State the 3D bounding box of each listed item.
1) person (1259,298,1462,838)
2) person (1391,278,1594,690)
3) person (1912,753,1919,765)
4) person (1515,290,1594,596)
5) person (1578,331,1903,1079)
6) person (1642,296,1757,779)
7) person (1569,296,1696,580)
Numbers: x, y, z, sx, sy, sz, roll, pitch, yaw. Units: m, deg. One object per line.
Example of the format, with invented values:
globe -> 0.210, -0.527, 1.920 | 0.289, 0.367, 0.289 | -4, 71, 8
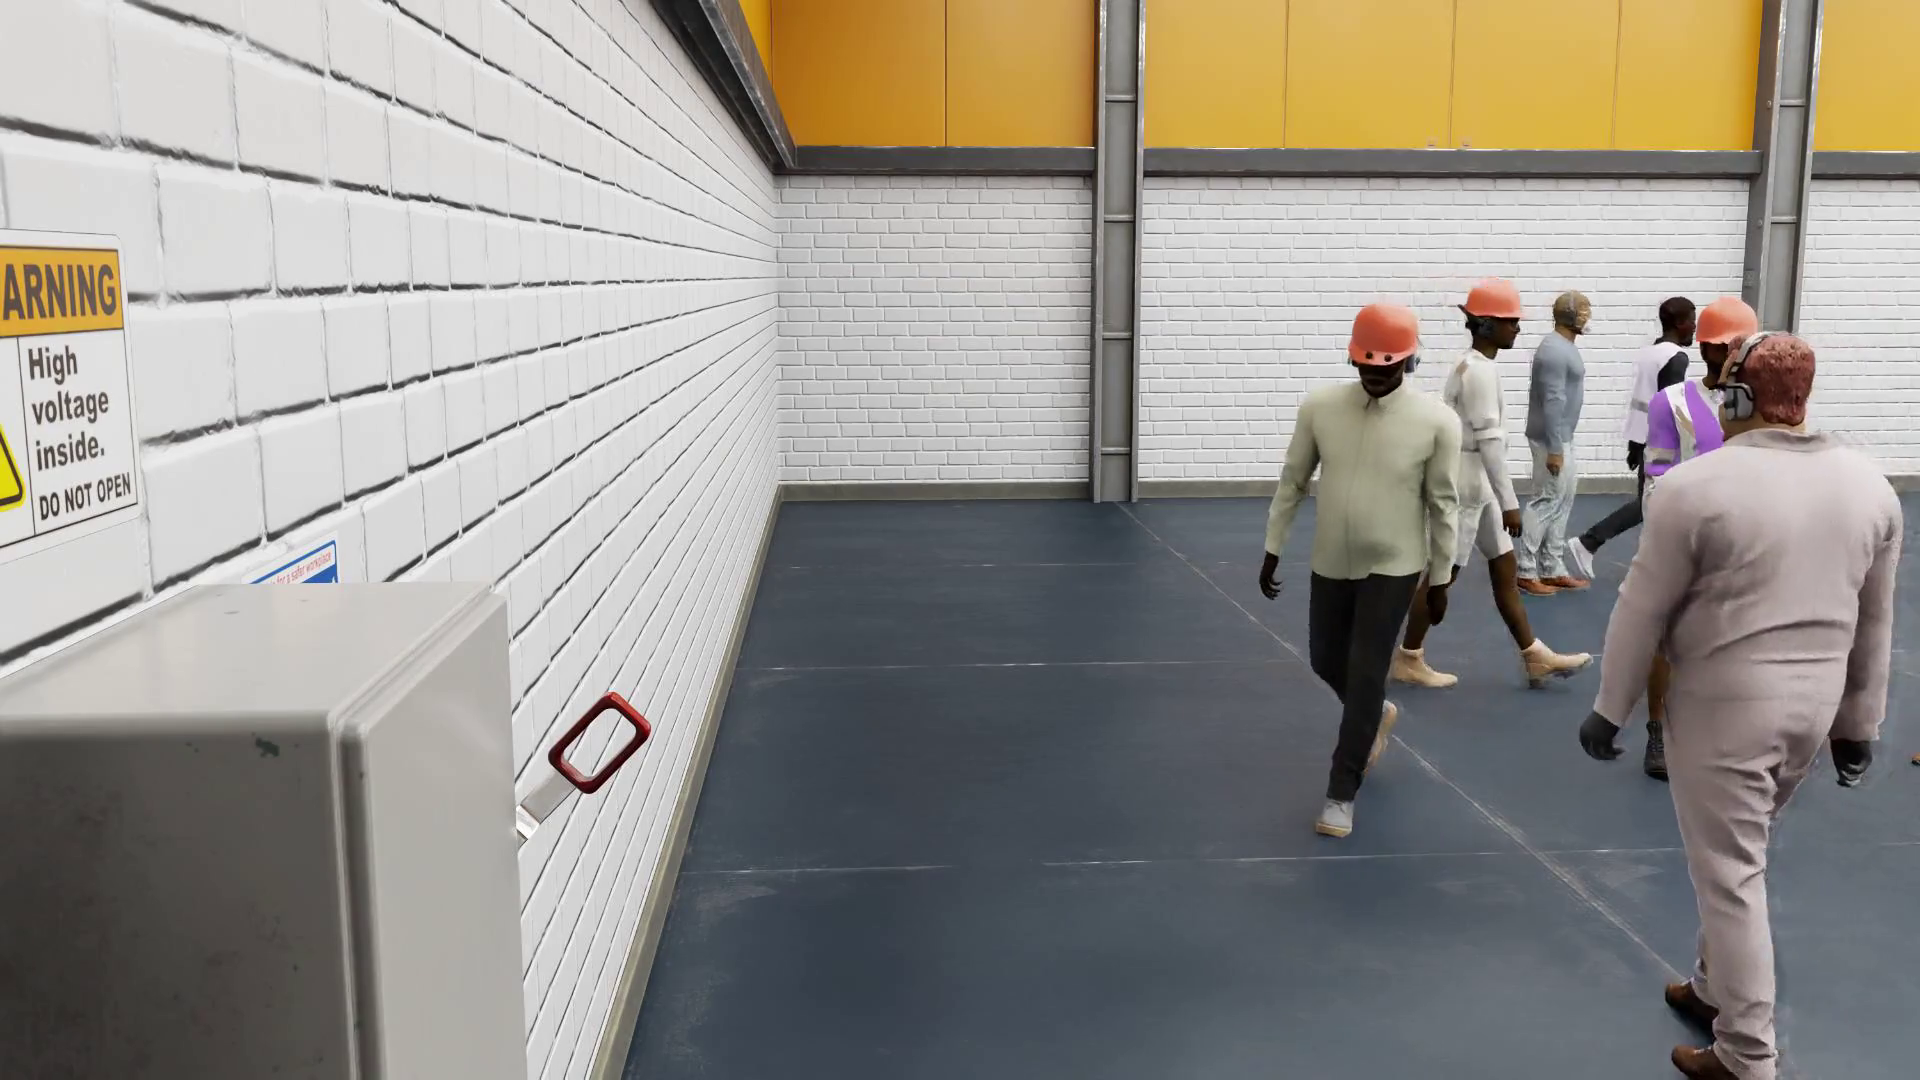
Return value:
person -> 1.532, 0.071, 6.218 | 0.701, 1.945, 0.842 | 6, 11, 31
person -> 2.580, -0.235, 7.962 | 1.010, 1.994, 0.632 | 3, 10, 18
person -> 4.186, 0.035, 6.683 | 0.328, 1.870, 0.513 | -7, 11, -36
person -> 3.794, -0.598, 10.518 | 0.581, 1.928, 0.666 | 4, 10, 25
person -> 1.928, 0.421, 4.227 | 0.661, 1.882, 0.763 | -3, 9, -17
person -> 3.011, 0.004, 6.657 | 0.545, 1.938, 0.361 | 0, 9, 1
person -> 4.468, -0.641, 10.855 | 0.837, 1.893, 0.594 | 1, 9, 9
